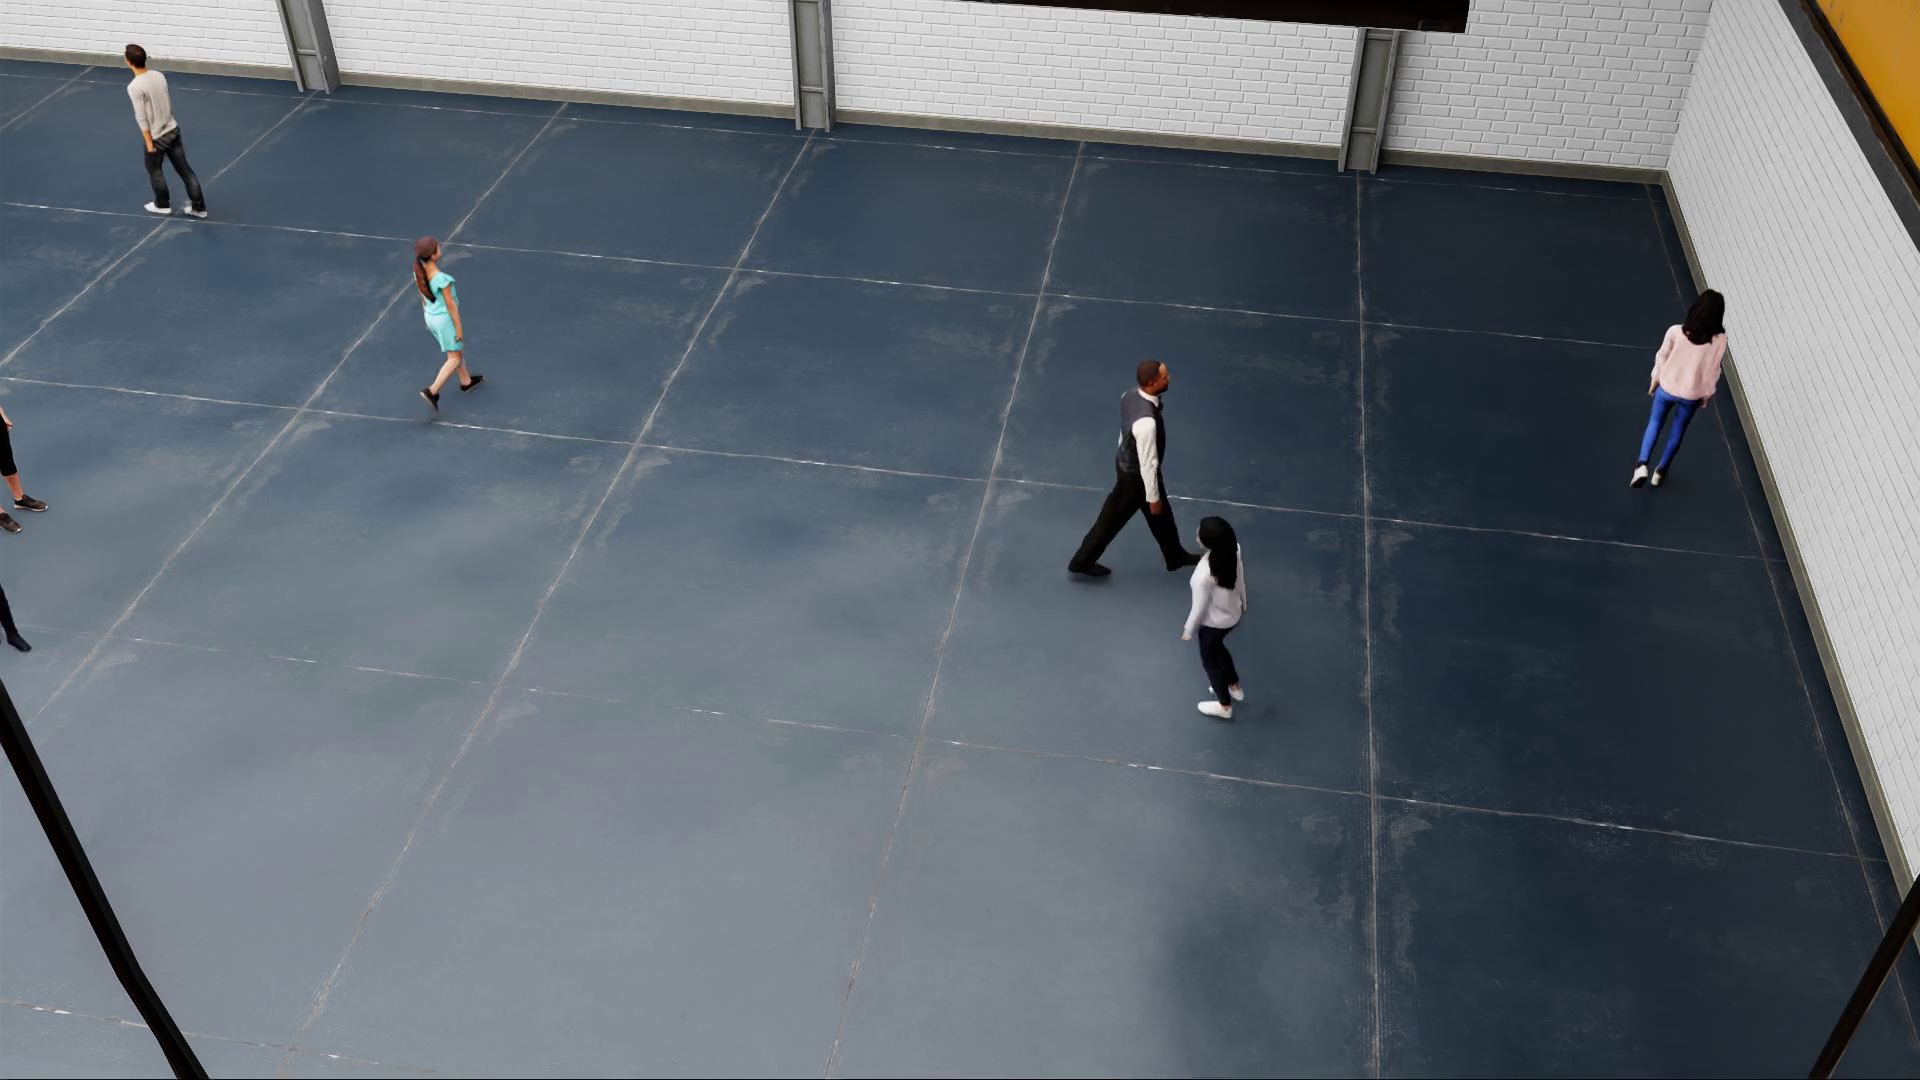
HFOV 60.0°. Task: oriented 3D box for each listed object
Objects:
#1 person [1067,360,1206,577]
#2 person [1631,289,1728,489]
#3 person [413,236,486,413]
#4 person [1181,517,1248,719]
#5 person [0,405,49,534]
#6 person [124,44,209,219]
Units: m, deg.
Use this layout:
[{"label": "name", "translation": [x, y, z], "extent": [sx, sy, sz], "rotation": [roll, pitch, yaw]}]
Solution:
[{"label": "person", "translation": [1.180, -0.444, 11.956], "extent": [1.355, 1.865, 0.893], "rotation": [-1, 39, -1]}, {"label": "person", "translation": [5.548, -1.098, 12.866], "extent": [0.932, 1.752, 0.903], "rotation": [22, 44, 25]}, {"label": "person", "translation": [-4.368, -1.798, 13.911], "extent": [0.965, 1.543, 0.843], "rotation": [21, 43, 24]}, {"label": "person", "translation": [1.739, 0.524, 10.902], "extent": [0.736, 1.669, 0.738], "rotation": [-32, 48, -34]}, {"label": "person", "translation": [-7.431, -0.874, 12.611], "extent": [0.571, 1.721, 0.607], "rotation": [13, 41, 16]}, {"label": "person", "translation": [-7.838, -4.011, 16.483], "extent": [0.943, 1.791, 0.768], "rotation": [13, 40, 16]}]
